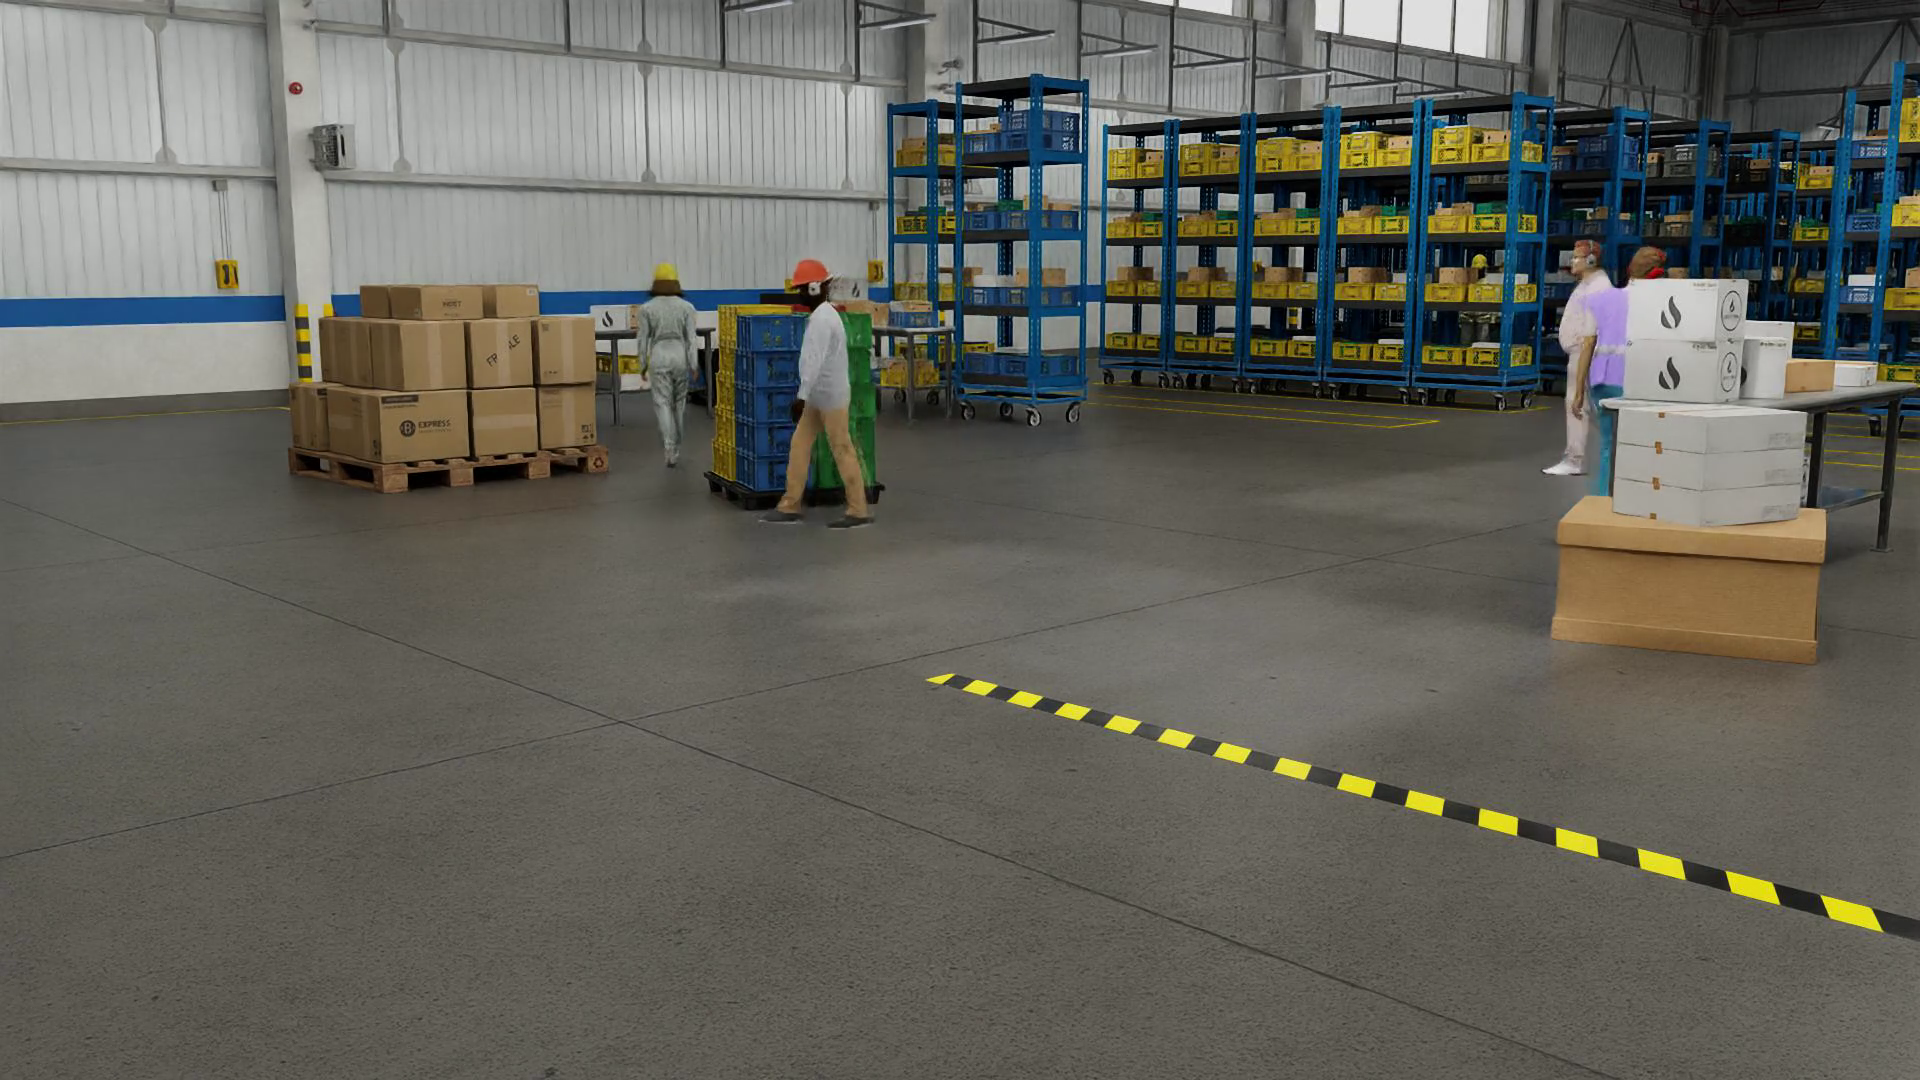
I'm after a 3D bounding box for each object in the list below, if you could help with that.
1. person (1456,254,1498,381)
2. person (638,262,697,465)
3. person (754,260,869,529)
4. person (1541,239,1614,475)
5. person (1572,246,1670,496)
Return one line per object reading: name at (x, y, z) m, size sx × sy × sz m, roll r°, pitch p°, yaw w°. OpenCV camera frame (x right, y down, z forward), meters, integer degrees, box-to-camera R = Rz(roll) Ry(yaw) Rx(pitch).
person at (7.373, -3.163, 23.770) m, size 0.590 × 1.835 × 0.404 m, roll 4°, pitch 10°, yaw 24°
person at (-2.473, -1.505, 14.155) m, size 0.489 × 1.705 × 0.833 m, roll -3°, pitch 10°, yaw -16°
person at (-0.962, -0.908, 10.579) m, size 0.823 × 1.711 × 0.579 m, roll -3°, pitch 10°, yaw -15°
person at (5.084, -1.450, 13.308) m, size 0.668 × 1.893 × 0.652 m, roll 2°, pitch 10°, yaw 11°
person at (4.138, -0.904, 10.294) m, size 0.580 × 1.792 × 0.887 m, roll 7°, pitch 12°, yaw 36°
